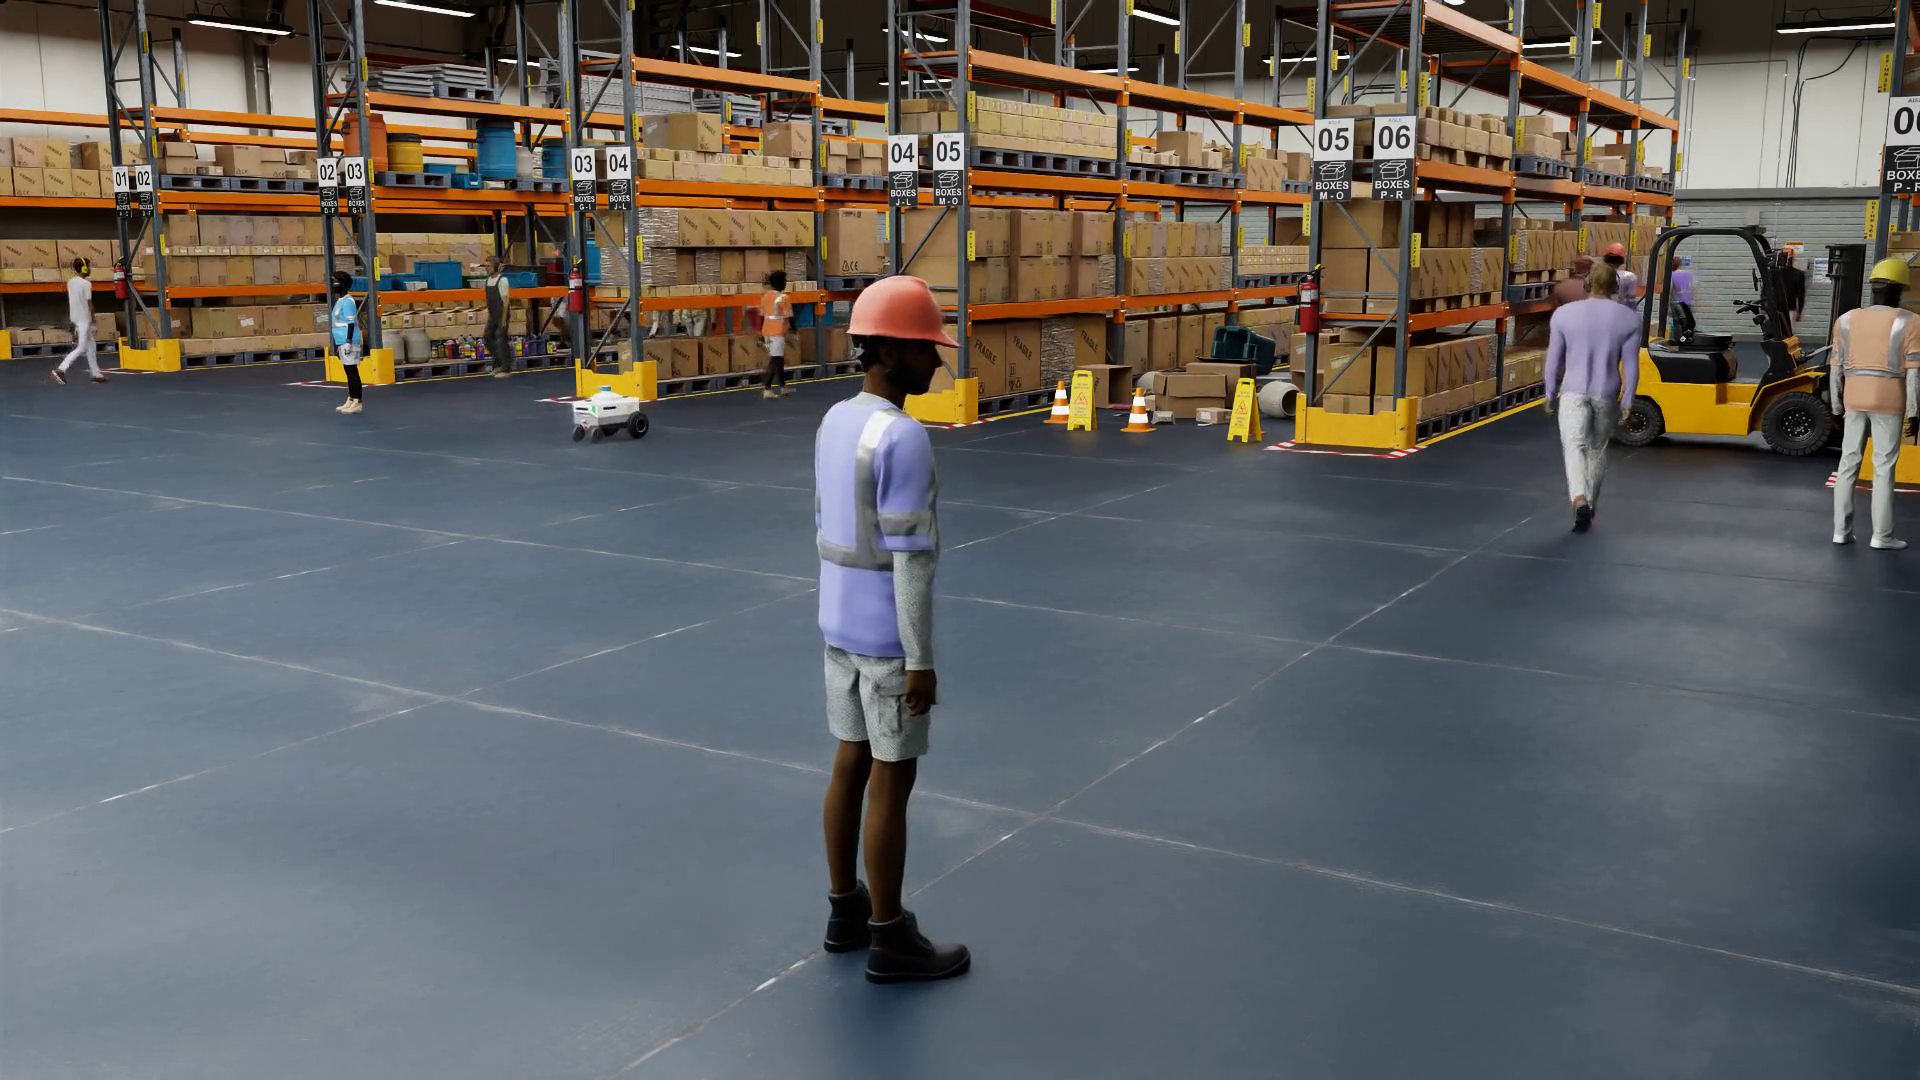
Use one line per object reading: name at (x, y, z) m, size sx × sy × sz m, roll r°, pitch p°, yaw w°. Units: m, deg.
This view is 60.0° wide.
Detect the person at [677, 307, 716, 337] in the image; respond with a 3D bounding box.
person at (-4.048, -3.443, 25.667) m, size 0.605 × 1.804 × 0.852 m, roll 3°, pitch 11°, yaw 17°

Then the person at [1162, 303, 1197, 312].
person at (3.984, -4.328, 30.217) m, size 0.600 × 1.930 × 0.769 m, roll 6°, pitch 12°, yaw 29°

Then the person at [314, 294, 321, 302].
person at (-12.380, -4.550, 31.607) m, size 0.593 × 1.893 × 0.858 m, roll 6°, pitch 12°, yaw 29°

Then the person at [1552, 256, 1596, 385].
person at (7.318, -2.394, 19.576) m, size 0.679 × 1.860 × 0.950 m, roll 6°, pitch 12°, yaw 31°

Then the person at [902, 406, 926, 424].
person at (-0.743, -1.967, 17.943) m, size 0.847 × 1.581 × 0.521 m, roll 3°, pitch 11°, yaw 17°

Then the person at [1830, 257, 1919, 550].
person at (6.070, -0.897, 11.028) m, size 0.373 × 1.928 × 0.584 m, roll -7°, pitch 12°, yaw -35°

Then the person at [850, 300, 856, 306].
person at (-1.928, -4.749, 32.630) m, size 0.637 × 1.925 × 0.716 m, roll 5°, pitch 11°, yaw 26°

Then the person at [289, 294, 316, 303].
person at (-12.087, -4.331, 30.529) m, size 0.587 × 1.833 × 0.404 m, roll 5°, pitch 11°, yaw 28°

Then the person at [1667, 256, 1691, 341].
person at (13.119, -4.266, 30.259) m, size 0.622 × 1.803 × 0.791 m, roll -6°, pitch 12°, yaw -30°

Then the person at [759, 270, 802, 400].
person at (-2.319, -2.668, 21.680) m, size 0.778 × 1.669 × 0.550 m, roll -9°, pitch 13°, yaw -40°

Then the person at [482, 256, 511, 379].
person at (-6.913, -3.315, 24.847) m, size 0.519 × 1.827 × 0.430 m, roll 6°, pitch 12°, yaw 32°

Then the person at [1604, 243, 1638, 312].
person at (8.470, -2.831, 21.594) m, size 0.625 × 2.016 × 0.694 m, roll 6°, pitch 12°, yaw 31°

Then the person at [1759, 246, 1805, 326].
person at (12.972, -3.649, 26.304) m, size 0.621 × 1.977 × 0.443 m, roll 7°, pitch 13°, yaw 36°

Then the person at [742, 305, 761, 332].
person at (-3.557, -4.122, 29.582) m, size 0.546 × 1.744 × 0.637 m, roll 5°, pitch 11°, yaw 25°

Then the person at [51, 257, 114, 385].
person at (-12.662, -3.136, 23.856) m, size 0.525 × 1.841 × 0.876 m, roll 7°, pitch 12°, yaw 33°

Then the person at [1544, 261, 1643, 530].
person at (4.510, -1.031, 11.870) m, size 0.629 × 1.910 × 0.939 m, roll 3°, pitch 10°, yaw 15°

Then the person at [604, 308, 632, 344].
person at (-6.862, -4.963, 33.686) m, size 0.624 × 2.023 × 0.916 m, roll 6°, pitch 12°, yaw 31°

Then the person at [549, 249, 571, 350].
person at (-7.451, -4.487, 31.170) m, size 0.570 × 1.914 × 0.511 m, roll 9°, pitch 13°, yaw 40°

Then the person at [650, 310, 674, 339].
person at (-5.816, -4.545, 32.328) m, size 0.514 × 1.622 × 0.630 m, roll 2°, pitch 10°, yaw 9°

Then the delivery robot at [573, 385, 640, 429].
delivery robot at (-3.646, -1.352, 17.160) m, size 0.477 × 0.478 × 0.707 m, roll 7°, pitch 12°, yaw 33°

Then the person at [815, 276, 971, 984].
person at (-0.198, 0.247, 4.606) m, size 0.376 × 1.934 × 0.547 m, roll -5°, pitch 11°, yaw -27°

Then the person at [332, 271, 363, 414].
person at (-7.316, -2.354, 19.838) m, size 0.319 × 1.696 × 0.532 m, roll -6°, pitch 12°, yaw -29°

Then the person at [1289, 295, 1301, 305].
person at (7.012, -5.091, 34.208) m, size 0.537 × 2.000 × 0.702 m, roll 0°, pitch 10°, yaw 2°

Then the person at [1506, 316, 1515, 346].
person at (10.692, -4.538, 31.713) m, size 0.735 × 1.825 × 0.632 m, roll 6°, pitch 12°, yaw 31°
